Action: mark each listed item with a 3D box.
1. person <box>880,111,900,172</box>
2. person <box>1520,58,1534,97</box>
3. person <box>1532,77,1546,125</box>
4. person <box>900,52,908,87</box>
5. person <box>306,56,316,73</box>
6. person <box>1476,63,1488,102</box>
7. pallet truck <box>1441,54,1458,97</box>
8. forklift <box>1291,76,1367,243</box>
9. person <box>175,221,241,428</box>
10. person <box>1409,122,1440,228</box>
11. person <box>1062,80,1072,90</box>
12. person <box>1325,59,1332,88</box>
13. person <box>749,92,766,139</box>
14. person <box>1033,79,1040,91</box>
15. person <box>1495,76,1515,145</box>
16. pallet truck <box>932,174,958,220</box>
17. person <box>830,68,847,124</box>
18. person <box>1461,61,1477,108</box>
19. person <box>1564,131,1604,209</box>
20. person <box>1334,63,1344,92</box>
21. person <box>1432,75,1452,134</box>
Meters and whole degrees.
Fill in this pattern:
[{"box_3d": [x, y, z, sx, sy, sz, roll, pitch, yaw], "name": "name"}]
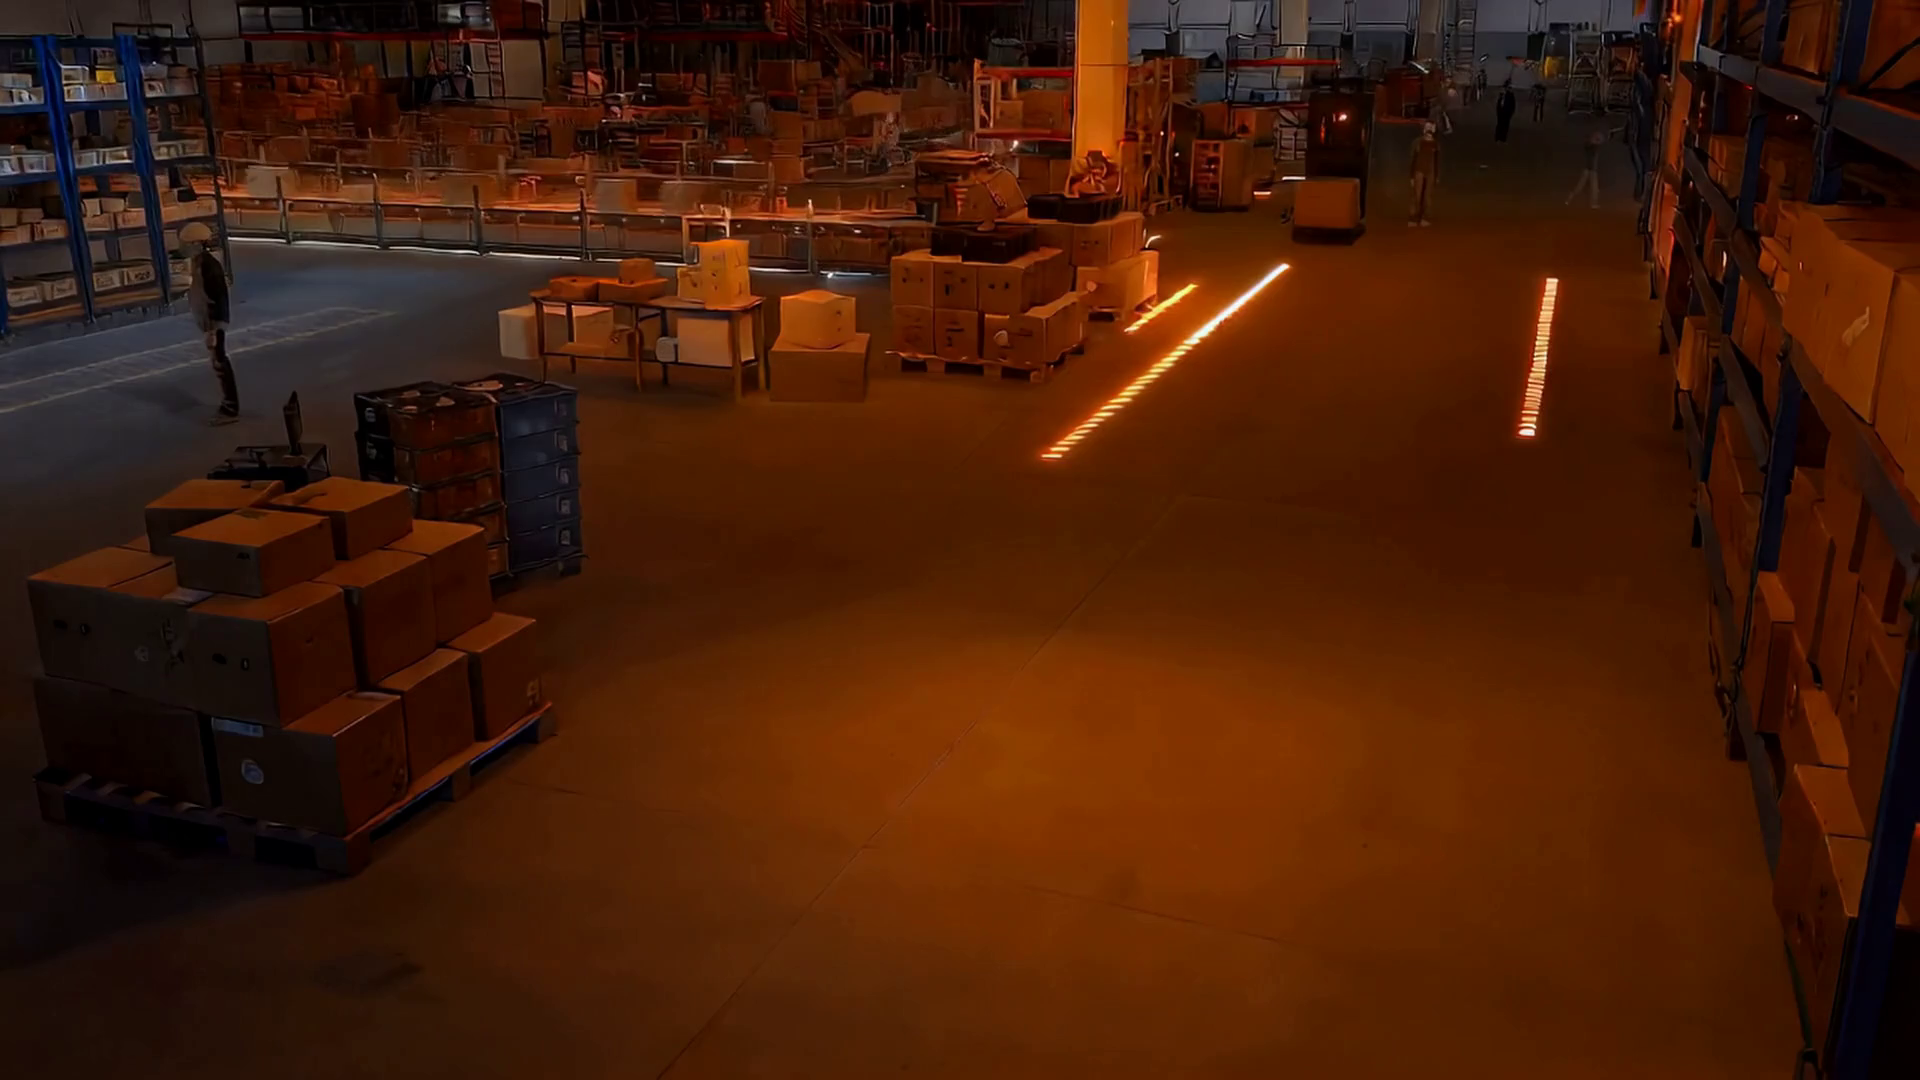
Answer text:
[{"box_3d": [-1.696, -9.207, 39.048, 0.557, 1.657, 0.817, 9, 20, 25], "name": "person"}, {"box_3d": [26.865, -21.918, 78.772, 0.525, 1.813, 0.930, -1, 18, -3], "name": "person"}, {"box_3d": [20.836, -15.799, 59.768, 0.321, 1.670, 0.750, 0, 18, -1], "name": "person"}, {"box_3d": [-2.962, -24.728, 87.537, 0.430, 1.845, 0.620, 0, 18, 2], "name": "person"}, {"box_3d": [-30.364, -21.678, 77.883, 0.357, 1.886, 0.573, 6, 19, 18], "name": "person"}, {"box_3d": [23.445, -20.548, 74.693, 0.536, 1.665, 0.816, 1, 18, 4], "name": "person"}, {"box_3d": [22.765, -21.886, 78.355, 0.823, 1.965, 1.885, -4, 18, -14], "name": "pallet truck"}, {"box_3d": [6.598, -6.755, 29.381, 1.129, 2.768, 1.873, 6, 19, 19], "name": "forklift"}, {"box_3d": [-7.302, -2.095, 16.176, 0.394, 1.992, 0.622, -8, 19, -22], "name": "person"}, {"box_3d": [8.713, -6.850, 31.205, 0.627, 1.941, 0.370, -7, 19, -20], "name": "person"}, {"box_3d": [5.408, -23.235, 82.784, 0.862, 1.878, 0.621, 3, 18, 9], "name": "person"}, {"box_3d": [17.958, -22.680, 81.308, 0.838, 1.705, 0.506, 6, 19, 19], "name": "person"}, {"box_3d": [-5.695, -11.665, 46.658, 0.527, 1.746, 0.658, 5, 18, 14], "name": "person"}, {"box_3d": [2.946, -17.501, 64.821, 0.528, 1.849, 0.716, -1, 18, -4], "name": "person"}, {"box_3d": [16.636, -13.095, 50.664, 0.683, 2.000, 0.538, -15, 23, -39], "name": "person"}, {"box_3d": [-0.507, -5.292, 27.348, 0.653, 1.274, 1.630, 6, 19, 19], "name": "pallet truck"}, {"box_3d": [-4.185, -15.822, 59.339, 0.998, 1.997, 0.635, 11, 21, 31], "name": "person"}, {"box_3d": [21.360, -19.087, 69.739, 0.963, 1.883, 0.613, -17, 24, -42], "name": "person"}, {"box_3d": [12.808, -7.549, 33.953, 0.748, 1.595, 0.516, -2, 18, -5], "name": "person"}, {"box_3d": [16.865, -20.274, 73.739, 0.904, 1.723, 0.525, 2, 18, 6], "name": "person"}, {"box_3d": [15.986, -14.389, 54.985, 0.950, 1.892, 0.532, -5, 18, -17], "name": "person"}]
